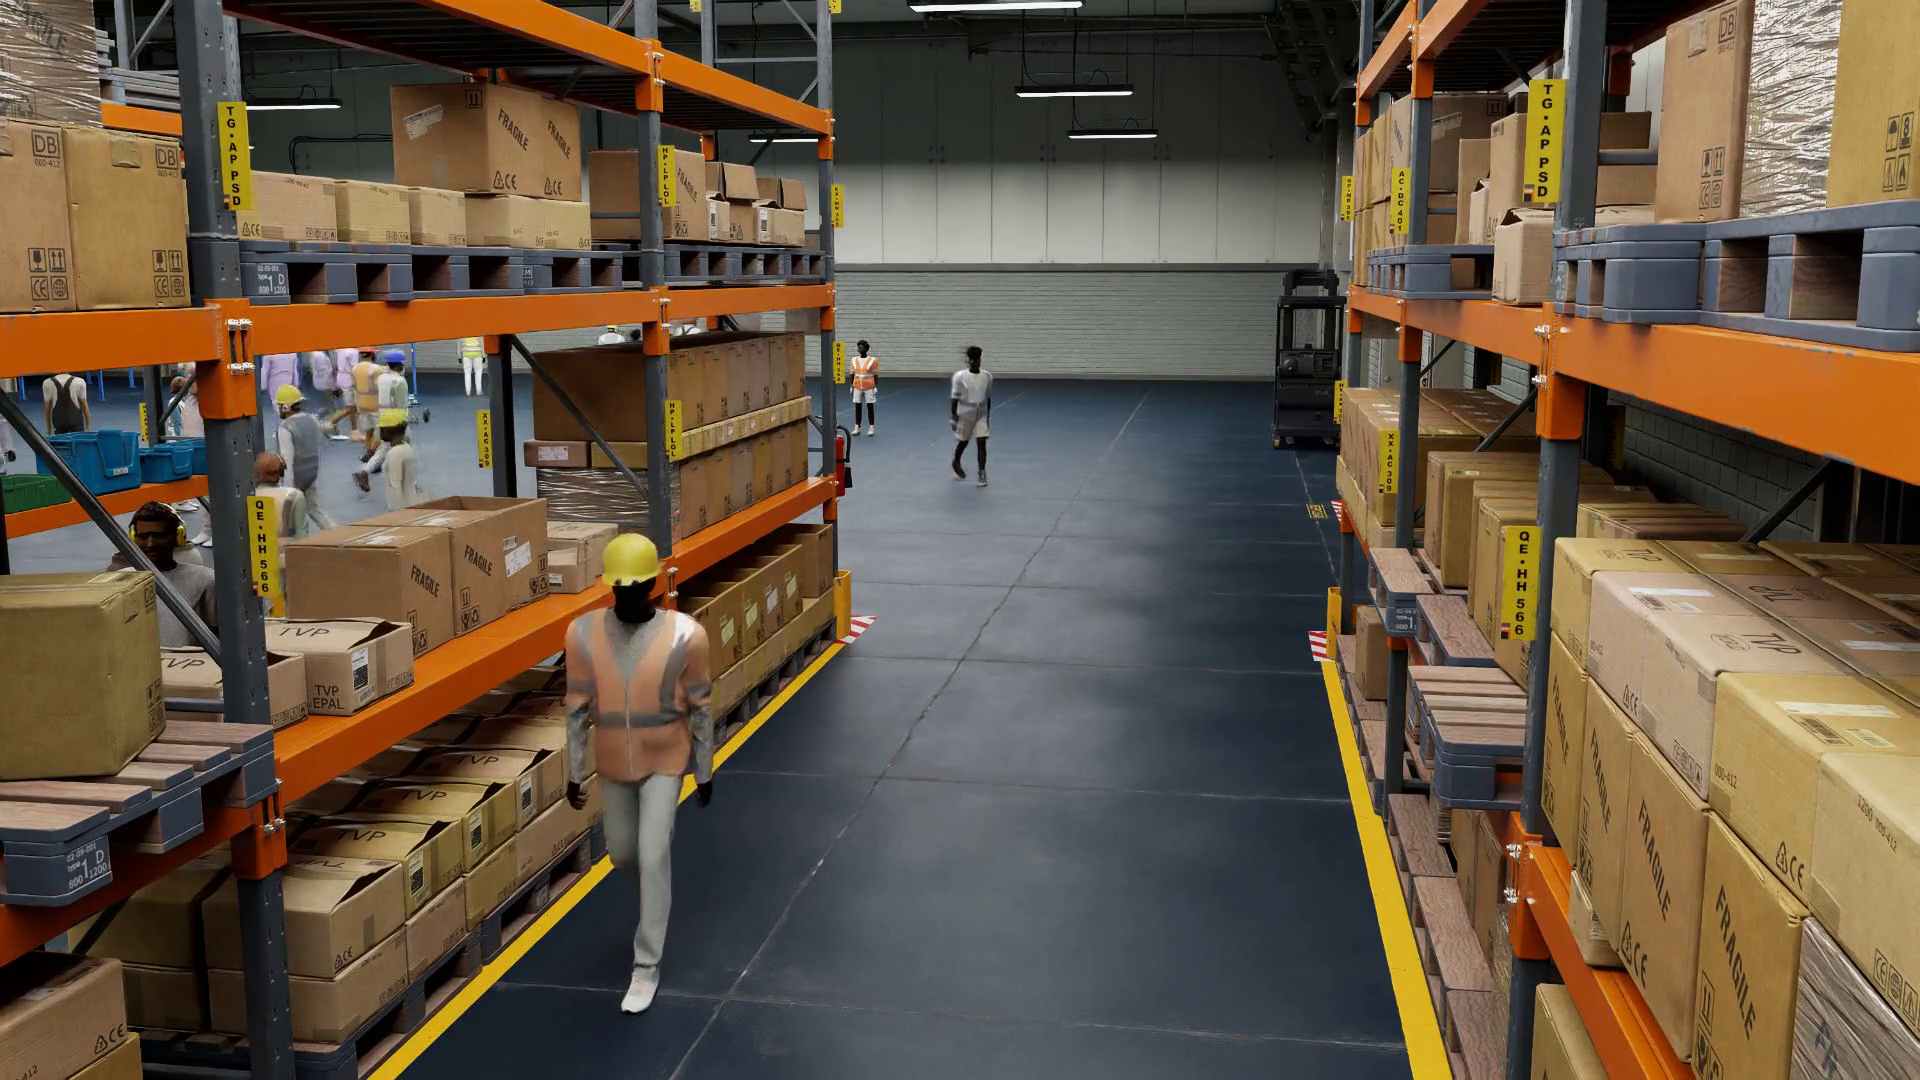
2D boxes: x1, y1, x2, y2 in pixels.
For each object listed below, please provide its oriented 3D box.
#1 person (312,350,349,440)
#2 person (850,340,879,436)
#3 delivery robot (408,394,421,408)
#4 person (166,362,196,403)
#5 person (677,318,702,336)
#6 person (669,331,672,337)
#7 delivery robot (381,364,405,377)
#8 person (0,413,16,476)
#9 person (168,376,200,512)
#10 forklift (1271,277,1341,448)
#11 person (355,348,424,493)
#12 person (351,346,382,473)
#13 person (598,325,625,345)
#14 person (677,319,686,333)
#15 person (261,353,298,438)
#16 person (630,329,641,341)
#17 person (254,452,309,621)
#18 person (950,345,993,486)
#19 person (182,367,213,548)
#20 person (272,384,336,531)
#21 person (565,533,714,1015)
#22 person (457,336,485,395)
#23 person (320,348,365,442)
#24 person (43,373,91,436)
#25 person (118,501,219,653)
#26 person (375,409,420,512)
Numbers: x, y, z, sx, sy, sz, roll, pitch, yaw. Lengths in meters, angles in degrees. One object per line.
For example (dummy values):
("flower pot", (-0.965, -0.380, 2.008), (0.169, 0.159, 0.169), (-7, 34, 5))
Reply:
("person", (-10.942, -2.654, 28.650), (0.647, 1.888, 0.614), (-4, 10, -26))
("person", (-1.705, -2.697, 29.507), (0.540, 1.695, 0.317), (3, 10, 16))
("delivery robot", (-10.553, -2.689, 32.013), (0.335, 0.223, 0.698), (-1, 9, -5))
("person", (-16.275, -3.678, 34.942), (0.975, 1.893, 0.661), (-1, 9, -5))
("person", (-6.038, -4.151, 37.552), (0.702, 2.000, 0.581), (7, 11, 35))
("person", (-6.834, -4.147, 38.022), (0.619, 1.839, 0.430), (9, 13, 44))
("delivery robot", (-14.993, -4.488, 43.912), (0.707, 0.478, 0.477), (6, 11, 35))
("person", (-10.988, -1.084, 18.886), (0.555, 1.918, 0.431), (6, 11, 33))
("person", (-9.498, -1.177, 20.308), (0.310, 1.640, 0.514), (-3, 10, -16))
("forklift", (5.847, -3.016, 27.970), (1.129, 2.768, 1.873), (1, 9, 9))
("person", (-7.493, -1.543, 21.751), (0.605, 1.922, 0.807), (7, 11, 35))
("person", (-8.538, -1.937, 24.107), (0.564, 1.927, 0.423), (5, 10, 26))
("person", (-7.653, -3.924, 36.659), (0.603, 1.830, 0.404), (-1, 9, -5))
("person", (-7.540, -5.234, 45.325), (0.313, 1.642, 0.513), (5, 11, 30))
("person", (-11.806, -2.693, 28.967), (0.847, 1.886, 0.647), (5, 10, 28))
("person", (-7.160, -3.787, 36.353), (0.808, 1.666, 0.541), (-6, 11, -31))
("person", (-5.021, 0.150, 12.227), (0.544, 1.592, 0.836), (-1, 9, -8))
("person", (0.135, -1.737, 22.934), (0.608, 1.922, 0.978), (-3, 10, -19))
("person", (-8.047, -0.890, 17.733), (0.664, 1.908, 0.404), (7, 11, 36))
("person", (-6.544, -0.645, 16.513), (0.795, 1.807, 0.603), (3, 10, 17))
("person", (-1.295, 0.880, 6.842), (0.593, 1.900, 0.850), (1, 9, 7))
("person", (-11.517, -4.328, 39.192), (0.643, 1.823, 0.433), (-2, 9, -12))
("person", (-10.507, -2.650, 28.302), (0.803, 2.007, 0.648), (-7, 12, -38))
("person", (-11.620, -1.501, 21.679), (0.514, 1.842, 0.328), (-4, 10, -21))
("person", (-3.691, 0.742, 7.767), (0.513, 1.872, 0.328), (-3, 10, -19))
("person", (-4.827, -0.289, 14.579), (0.830, 1.735, 0.537), (0, 9, -1))
